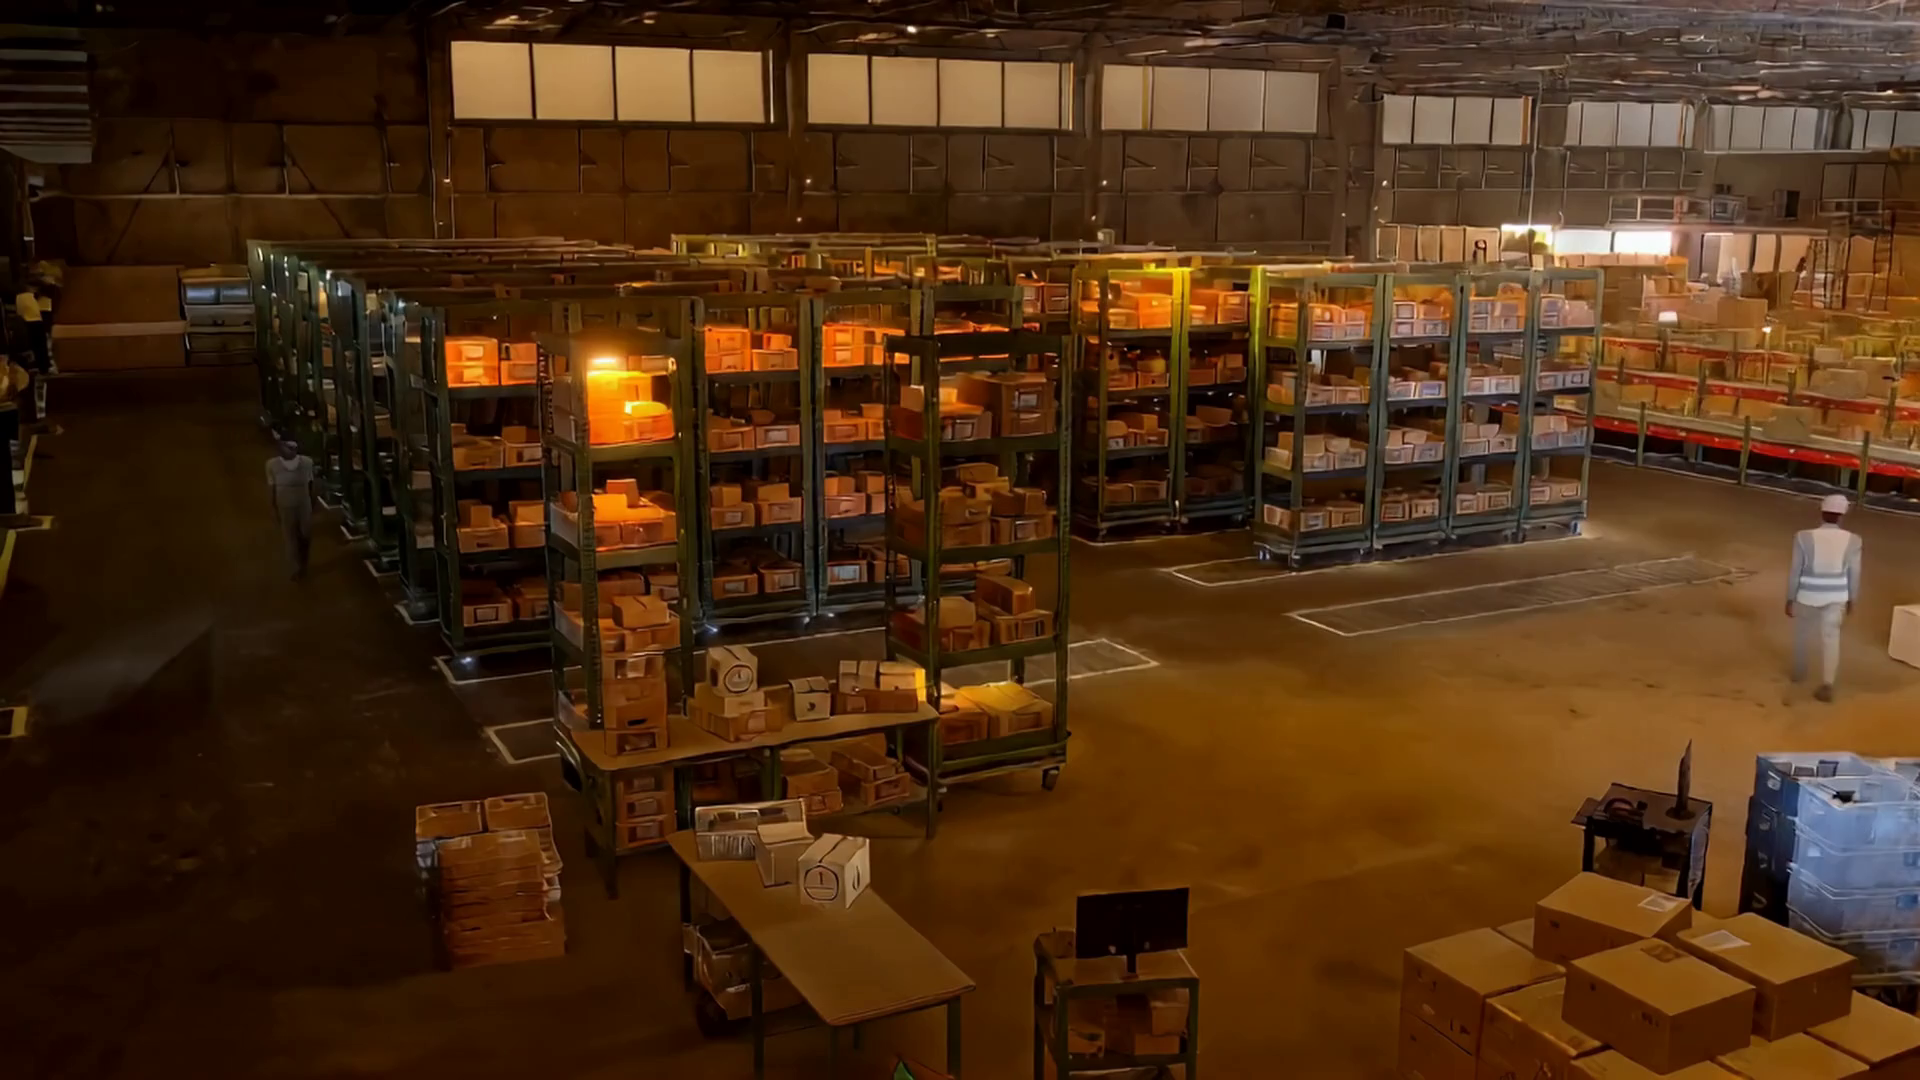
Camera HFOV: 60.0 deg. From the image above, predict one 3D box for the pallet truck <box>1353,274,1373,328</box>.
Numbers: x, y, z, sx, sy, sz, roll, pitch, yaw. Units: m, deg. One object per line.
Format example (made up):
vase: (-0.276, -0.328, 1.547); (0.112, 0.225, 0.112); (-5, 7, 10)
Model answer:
pallet truck: (13.011, -8.050, 55.243); (0.823, 1.965, 1.885); (-7, 14, -28)

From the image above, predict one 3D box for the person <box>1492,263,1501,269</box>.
person: (18.540, -8.581, 57.705); (0.863, 2.003, 0.632); (11, 16, 42)

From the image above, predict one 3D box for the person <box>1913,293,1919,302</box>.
person: (38.676, -10.371, 66.445); (0.828, 1.857, 0.579); (7, 14, 31)

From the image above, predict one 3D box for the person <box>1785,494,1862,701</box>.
person: (8.006, 0.519, 15.425); (0.627, 1.901, 0.966); (3, 12, 15)

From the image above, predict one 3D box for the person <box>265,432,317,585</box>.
person: (-7.948, -0.394, 19.814); (0.567, 1.833, 0.465); (-9, 15, -35)
